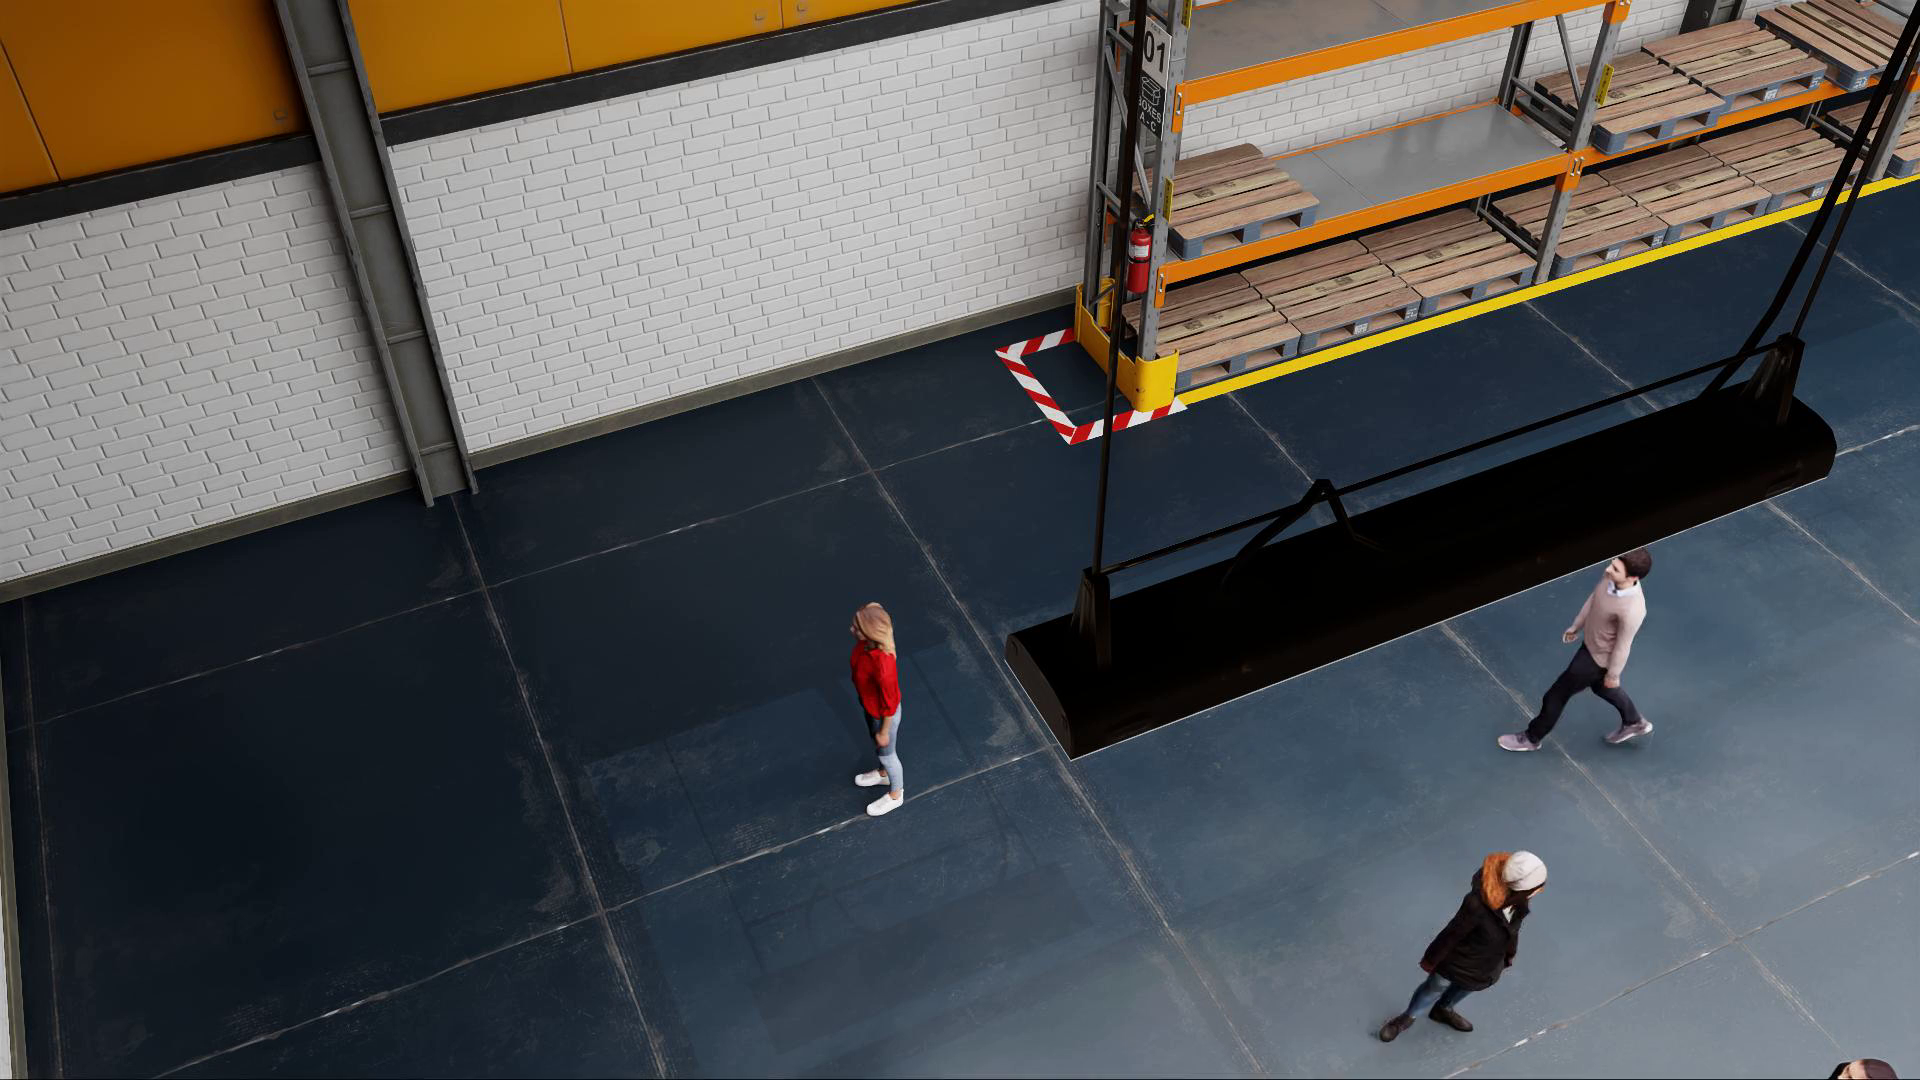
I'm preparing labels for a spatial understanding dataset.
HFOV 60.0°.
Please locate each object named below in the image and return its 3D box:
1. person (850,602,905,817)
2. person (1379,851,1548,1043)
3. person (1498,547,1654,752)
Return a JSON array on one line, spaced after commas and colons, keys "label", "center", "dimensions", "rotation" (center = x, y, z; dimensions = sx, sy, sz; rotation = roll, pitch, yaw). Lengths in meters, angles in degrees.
[{"label": "person", "center": [-0.483, 1.000, 9.955], "dimensions": [0.532, 1.704, 0.641], "rotation": [-13, 45, -13]}, {"label": "person", "center": [2.639, 2.162, 8.803], "dimensions": [0.511, 1.611, 0.867], "rotation": [-9, 44, -9]}, {"label": "person", "center": [3.996, 0.693, 10.226], "dimensions": [1.257, 1.775, 1.034], "rotation": [5, 44, 5]}]
